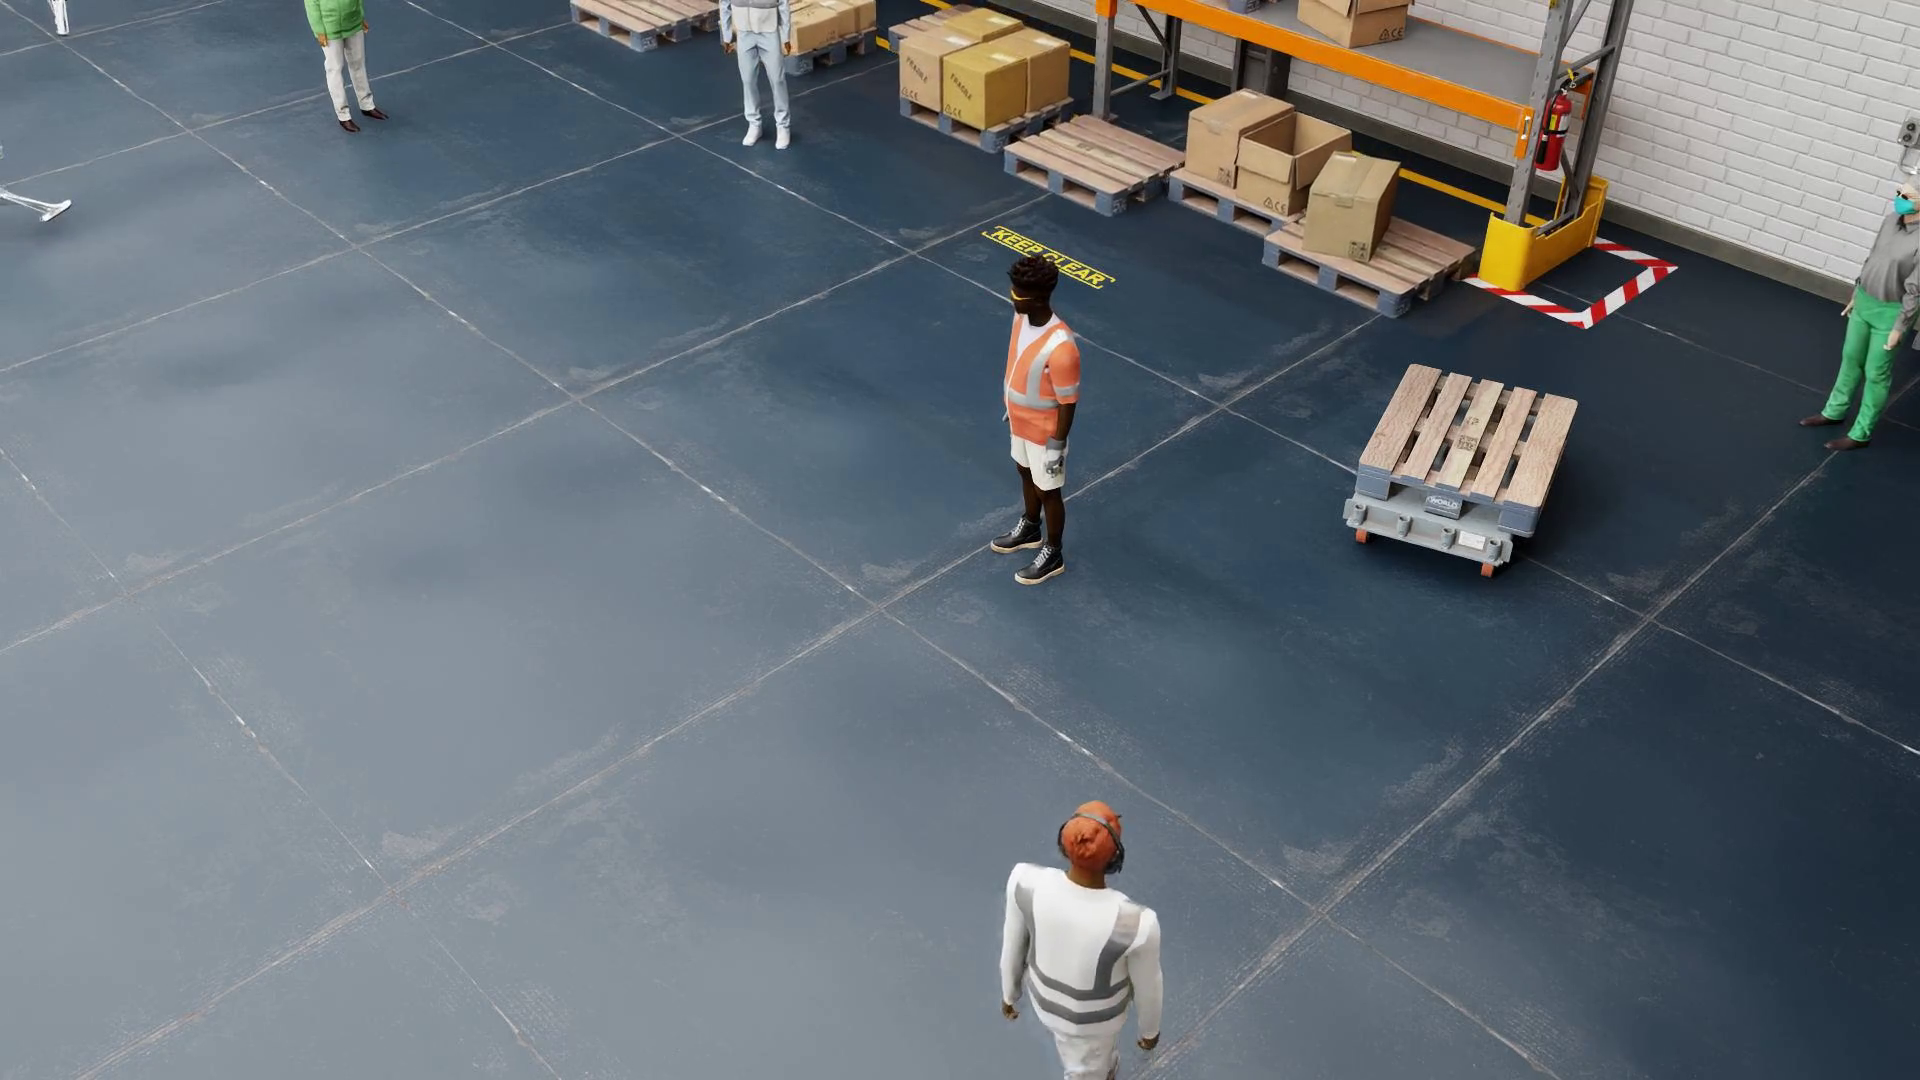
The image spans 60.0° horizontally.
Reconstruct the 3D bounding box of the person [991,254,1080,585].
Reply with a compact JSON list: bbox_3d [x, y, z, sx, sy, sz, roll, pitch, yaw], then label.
[{"bbox_3d":[0.410,-0.648,8.985,0.361,1.962,0.612,-14,39,-18],"label":"person"}]

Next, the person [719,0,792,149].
[{"bbox_3d":[-1.675,-4.193,13.730,0.597,1.908,0.399,5,37,7],"label":"person"}]

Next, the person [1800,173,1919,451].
[{"bbox_3d":[5.599,-1.408,10.106,0.351,1.838,0.522,-6,37,-8],"label":"person"}]

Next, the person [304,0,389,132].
[{"bbox_3d":[-5.256,-4.378,14.074,0.383,1.784,0.538,21,42,26],"label":"person"}]

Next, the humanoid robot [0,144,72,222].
[{"bbox_3d":[-7.386,-3.030,12.339,1.045,1.722,0.543,-20,42,-25],"label":"humanoid robot"}]

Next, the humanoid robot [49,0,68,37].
[{"bbox_3d":[-8.759,-5.649,15.792,0.541,1.731,1.007,-11,38,-14],"label":"humanoid robot"}]

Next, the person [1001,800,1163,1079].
[{"bbox_3d":[0.410,1.695,5.984,0.587,1.852,0.930,19,41,24],"label":"person"}]
